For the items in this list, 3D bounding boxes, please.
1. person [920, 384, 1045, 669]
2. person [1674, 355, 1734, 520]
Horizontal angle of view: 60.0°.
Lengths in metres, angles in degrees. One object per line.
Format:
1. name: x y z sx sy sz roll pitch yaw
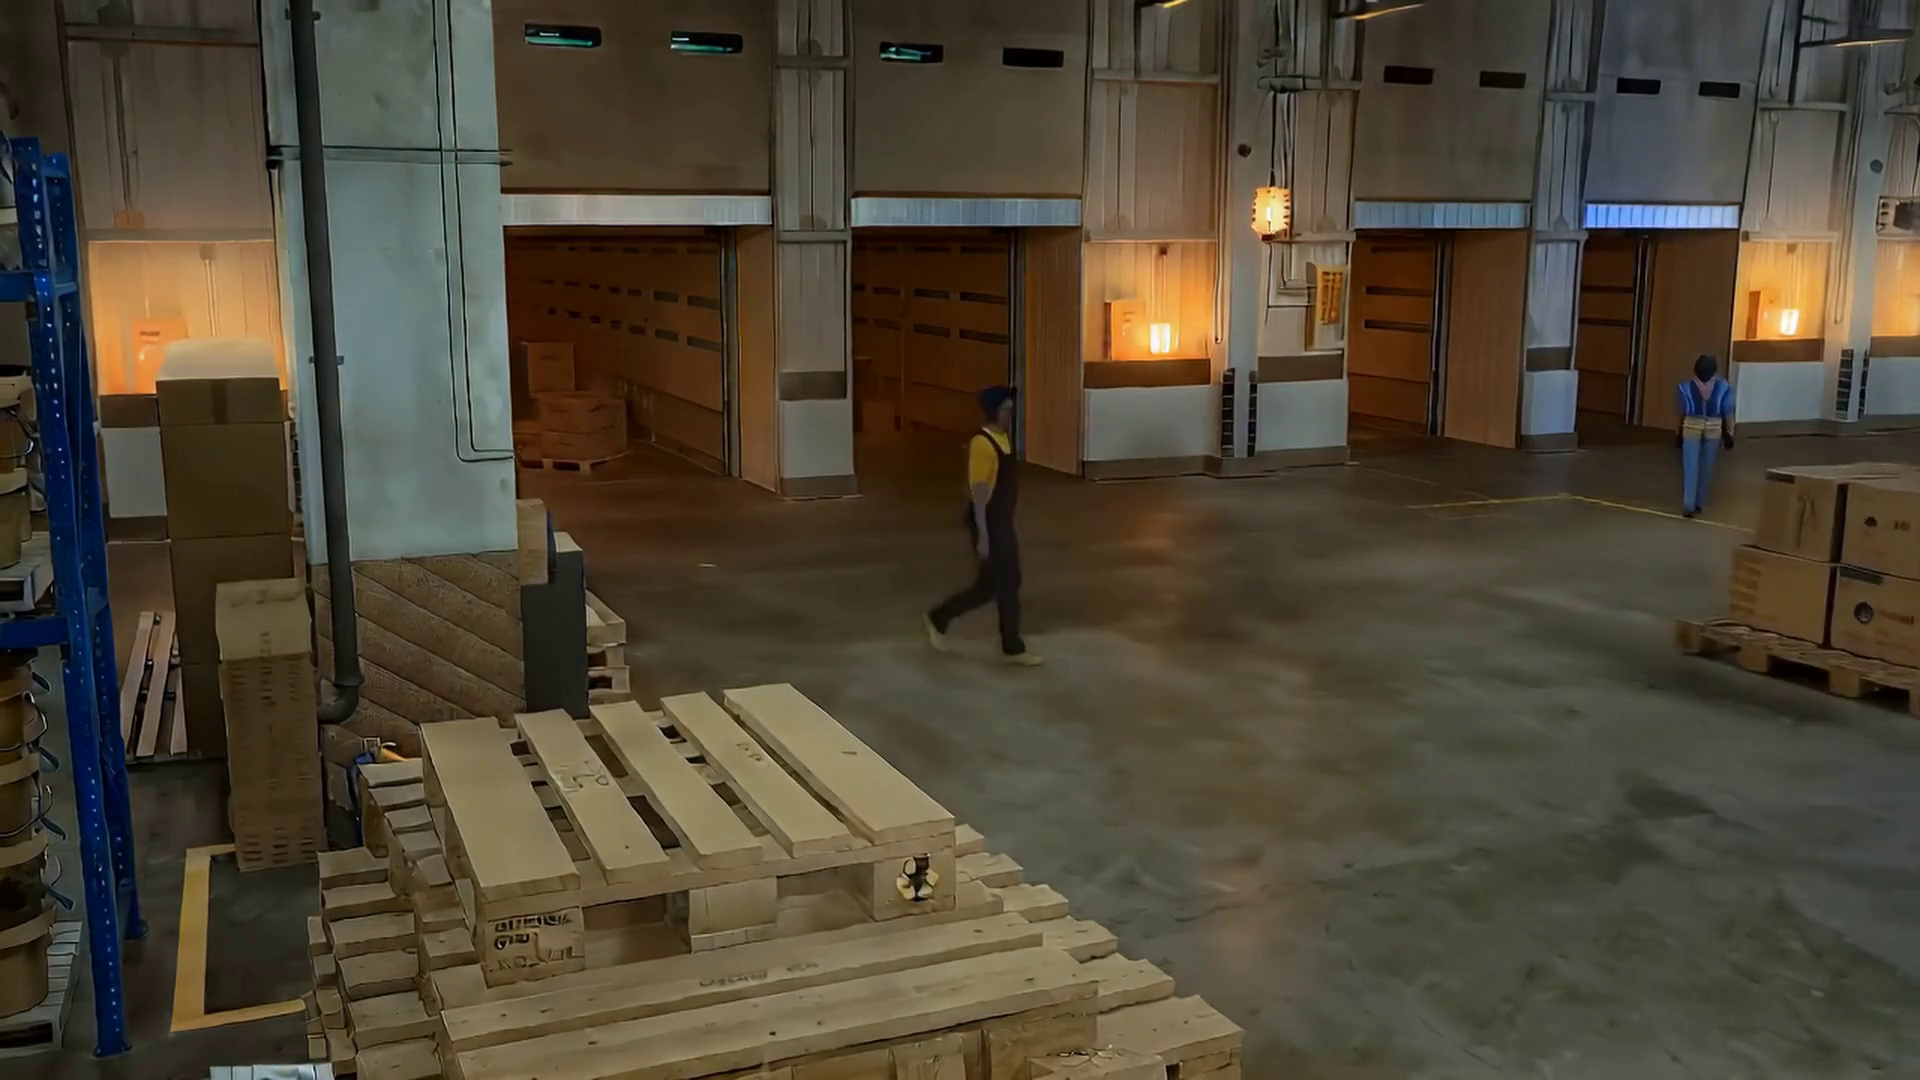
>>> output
1. person: 0.151 -0.086 10.577 0.740 1.824 0.521 4 11 22
2. person: 7.266 -1.006 16.270 0.529 1.590 0.864 3 11 18
